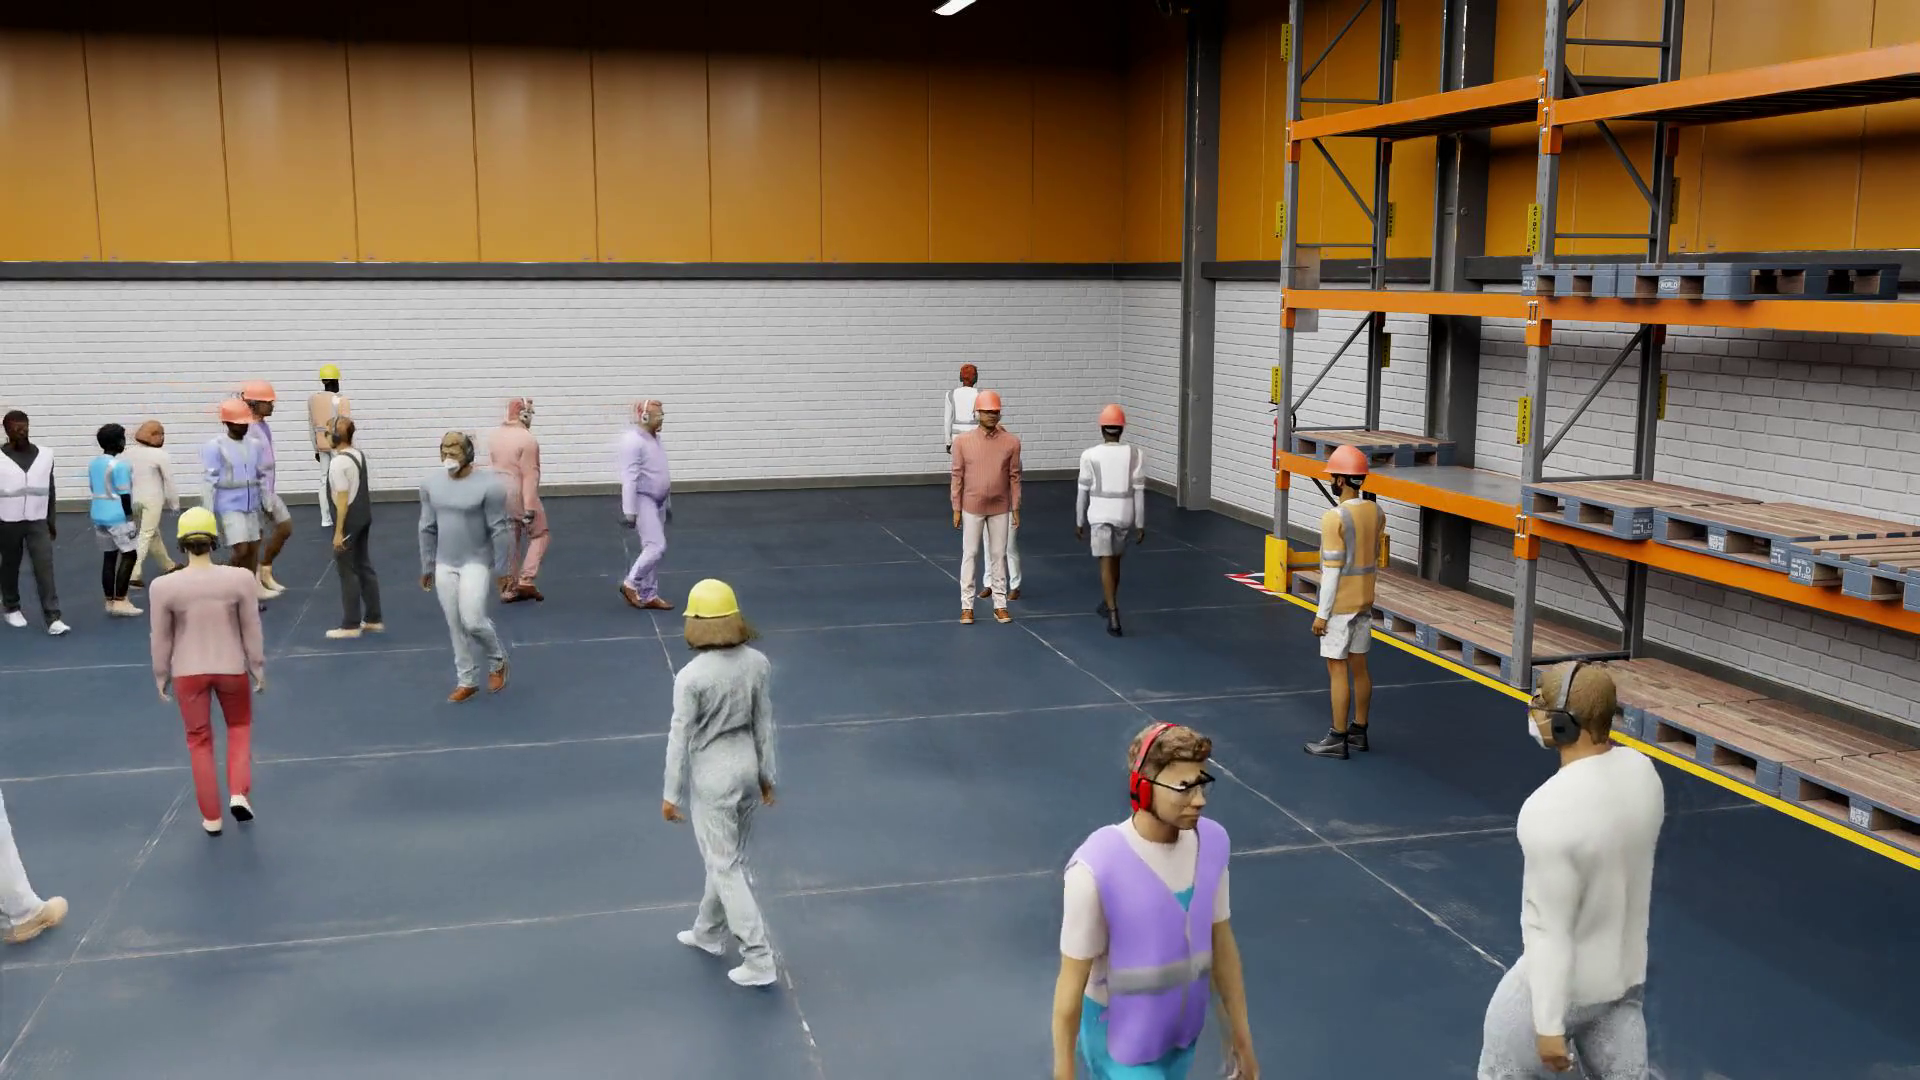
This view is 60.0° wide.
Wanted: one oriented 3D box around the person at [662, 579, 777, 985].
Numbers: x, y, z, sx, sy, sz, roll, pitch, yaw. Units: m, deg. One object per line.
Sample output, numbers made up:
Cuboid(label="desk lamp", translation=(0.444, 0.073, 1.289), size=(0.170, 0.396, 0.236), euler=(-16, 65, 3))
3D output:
Cuboid(label="person", translation=(-1.015, 1.024, 7.044), size=(0.764, 1.725, 0.503), euler=(7, 12, 39))

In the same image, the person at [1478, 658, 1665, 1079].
Cuboid(label="person", translation=(1.848, 1.279, 4.804), size=(0.639, 1.904, 0.976), euler=(-7, 11, -36))

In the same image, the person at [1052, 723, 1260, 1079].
Cuboid(label="person", translation=(0.588, 1.382, 4.364), size=(0.604, 1.815, 0.791), euler=(-9, 13, -44))

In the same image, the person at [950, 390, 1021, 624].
Cuboid(label="person", translation=(0.225, -0.280, 14.202), size=(0.612, 1.997, 0.375), euler=(-1, 9, -9))

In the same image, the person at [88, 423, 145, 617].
Cuboid(label="person", translation=(-7.376, -0.174, 14.488), size=(0.572, 1.695, 0.319), euler=(6, 11, 35))

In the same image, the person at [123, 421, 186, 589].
Cuboid(label="person", translation=(-7.731, -0.351, 15.926), size=(0.518, 1.575, 0.885), euler=(2, 9, 15))

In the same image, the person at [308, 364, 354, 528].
Cuboid(label="person", translation=(-7.342, -1.095, 19.497), size=(0.588, 1.930, 0.363), euler=(3, 10, 19))

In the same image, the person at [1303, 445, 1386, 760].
Cuboid(label="person", translation=(2.365, 0.382, 10.256), size=(0.545, 1.939, 0.354), euler=(-9, 13, -43))

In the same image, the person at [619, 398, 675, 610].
Cuboid(label="person", translation=(-2.719, -0.302, 14.654), size=(0.428, 1.890, 0.681), euler=(2, 9, 13))

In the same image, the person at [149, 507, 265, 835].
Cuboid(label="person", translation=(-3.995, 0.695, 8.844), size=(0.544, 1.754, 0.364), euler=(-5, 10, -27))

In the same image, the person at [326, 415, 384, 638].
Cuboid(label="person", translation=(-5.003, -0.110, 13.631), size=(0.328, 1.844, 0.517), euler=(1, 9, 4))

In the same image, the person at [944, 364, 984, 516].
Cuboid(label="person", translation=(0.100, -1.204, 20.320), size=(0.584, 1.882, 0.337), euler=(3, 10, 17))

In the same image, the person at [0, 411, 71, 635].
Cuboid(label="person", translation=(-7.791, -0.147, 13.818), size=(1.030, 1.859, 0.605), euler=(8, 12, 40))

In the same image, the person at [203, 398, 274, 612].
Cuboid(label="person", translation=(-6.264, -0.287, 14.511), size=(0.470, 1.910, 0.671), euler=(4, 10, 24))

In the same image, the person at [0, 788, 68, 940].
Cuboid(label="person", translation=(-4.367, 0.959, 7.110), size=(0.632, 1.795, 0.961), euler=(2, 9, 14))

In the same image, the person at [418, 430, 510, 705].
Cuboid(label="person", translation=(-3.432, 0.194, 11.501), size=(0.629, 1.924, 0.442), euler=(3, 9, 17))

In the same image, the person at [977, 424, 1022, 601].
Cuboid(label="person", translation=(0.348, -0.254, 15.210), size=(0.499, 1.624, 0.305), euler=(5, 11, 31))

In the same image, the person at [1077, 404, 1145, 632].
Cuboid(label="person", translation=(1.272, -0.194, 14.014), size=(0.556, 1.890, 1.019), euler=(-1, 9, -6))

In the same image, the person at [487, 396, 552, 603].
Cuboid(label="person", translation=(-3.987, -0.361, 15.082), size=(0.639, 1.885, 0.465), euler=(6, 11, 34))

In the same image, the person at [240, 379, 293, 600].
Cuboid(label="person", translation=(-6.366, -0.451, 15.173), size=(0.468, 2.025, 0.619), euler=(0, 9, -1))
